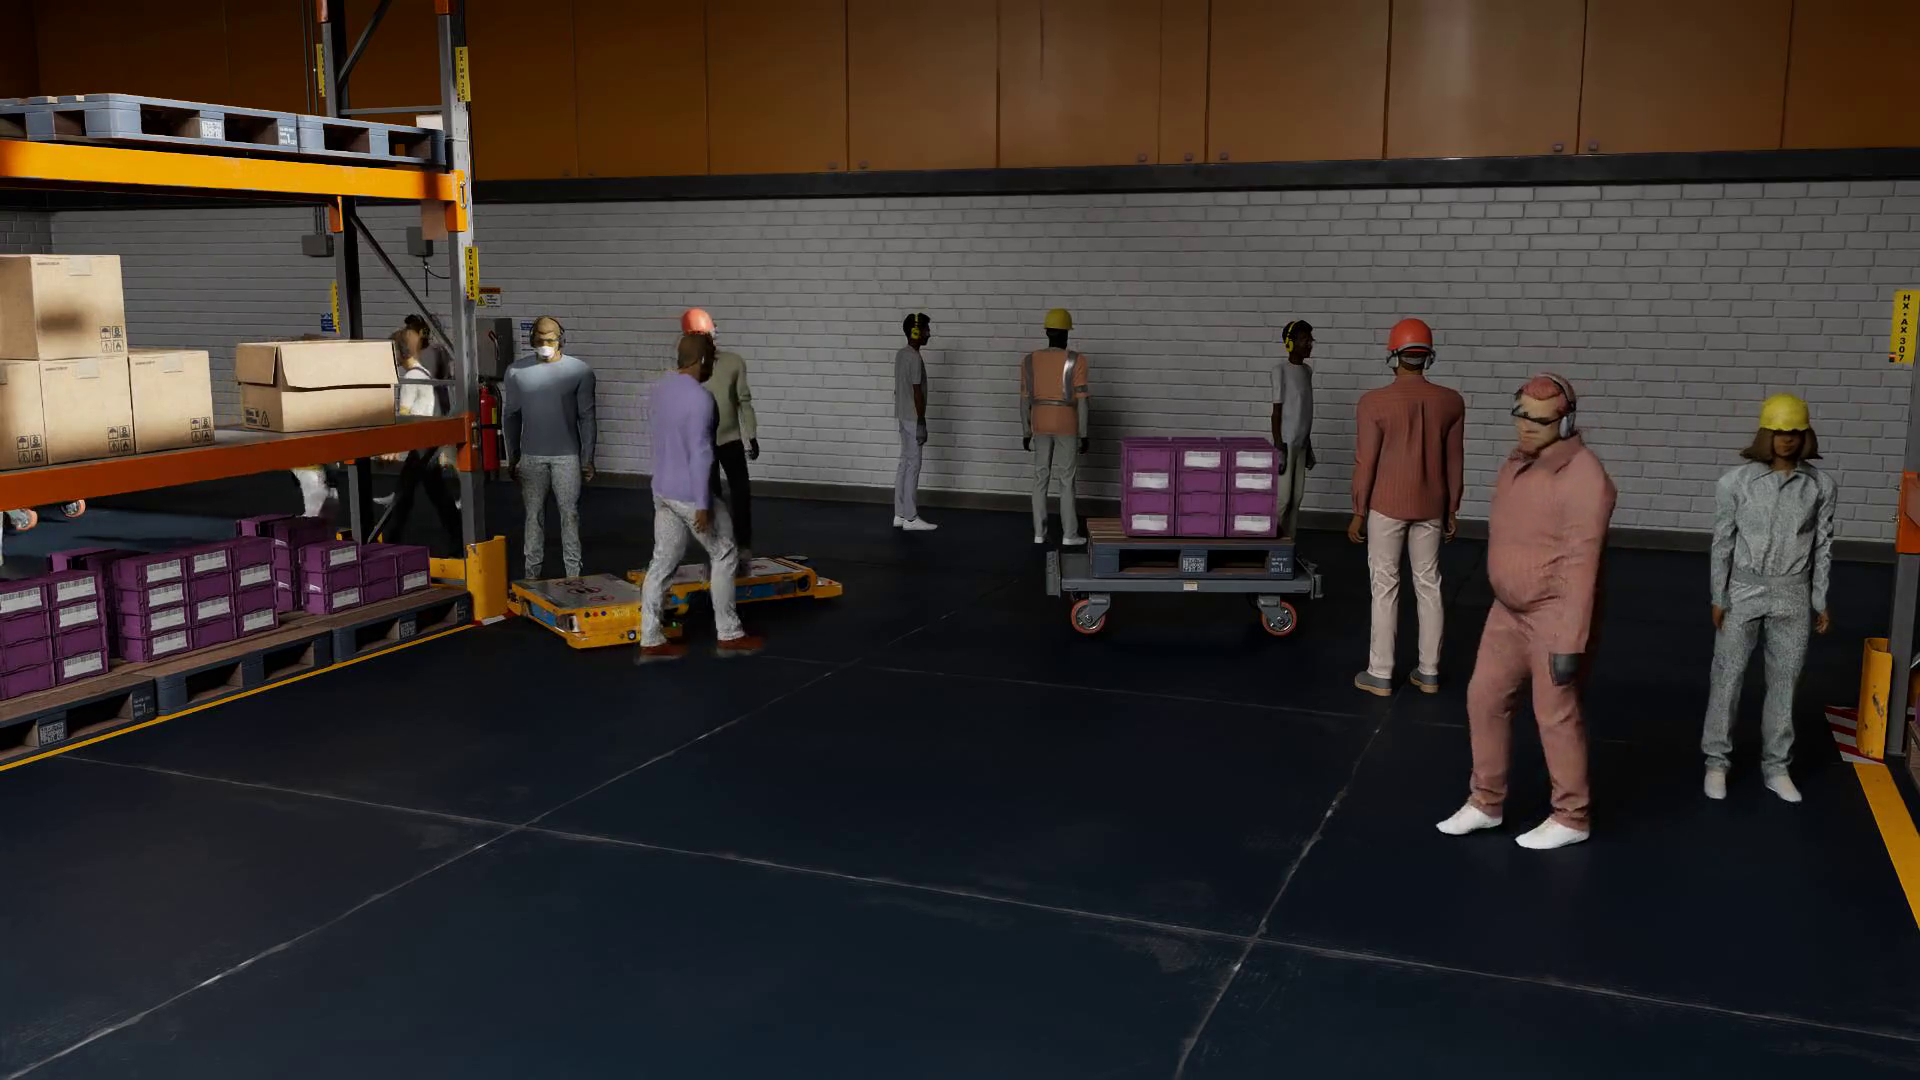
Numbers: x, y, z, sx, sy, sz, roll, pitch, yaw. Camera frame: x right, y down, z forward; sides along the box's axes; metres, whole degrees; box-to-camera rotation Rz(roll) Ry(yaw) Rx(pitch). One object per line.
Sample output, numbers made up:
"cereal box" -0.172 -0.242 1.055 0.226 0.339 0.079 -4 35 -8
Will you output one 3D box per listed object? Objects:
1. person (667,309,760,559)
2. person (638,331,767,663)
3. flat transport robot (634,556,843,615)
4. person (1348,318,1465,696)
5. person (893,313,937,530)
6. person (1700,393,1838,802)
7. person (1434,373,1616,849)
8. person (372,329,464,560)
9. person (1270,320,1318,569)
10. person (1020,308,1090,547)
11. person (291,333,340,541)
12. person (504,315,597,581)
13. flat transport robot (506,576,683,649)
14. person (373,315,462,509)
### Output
"person" -1.803 -0.733 12.351 0.698 1.952 0.485 -4 10 -22
"person" -1.496 -0.247 9.568 0.836 1.890 0.683 -7 11 -35
"flat transport robot" -1.574 0.297 11.189 1.431 0.197 0.652 -6 11 -31
"person" 2.353 -0.170 8.812 0.622 1.992 0.394 -2 10 -10
"person" -0.405 -1.017 14.341 0.313 1.864 0.530 -3 10 -20
"person" 3.425 0.248 7.040 0.489 1.743 0.315 2 9 9
"person" 2.188 0.303 6.320 0.673 1.870 0.679 -2 10 -13
"person" -4.115 -0.664 12.402 0.950 1.791 0.519 -2 10 -12
"person" 2.476 -0.685 12.309 0.320 1.871 0.533 8 12 39
"person" 0.775 -0.905 13.466 0.586 1.928 0.380 5 10 26
"person" -4.571 -0.535 11.584 0.734 1.814 0.629 -6 11 -32
"person" -2.805 -0.570 11.420 0.627 1.935 0.373 -1 9 -7
"flat transport robot" -2.315 0.423 10.430 0.652 0.197 1.431 -6 11 -31
"person" -4.925 -1.152 15.306 1.007 1.813 0.511 -8 12 -40
